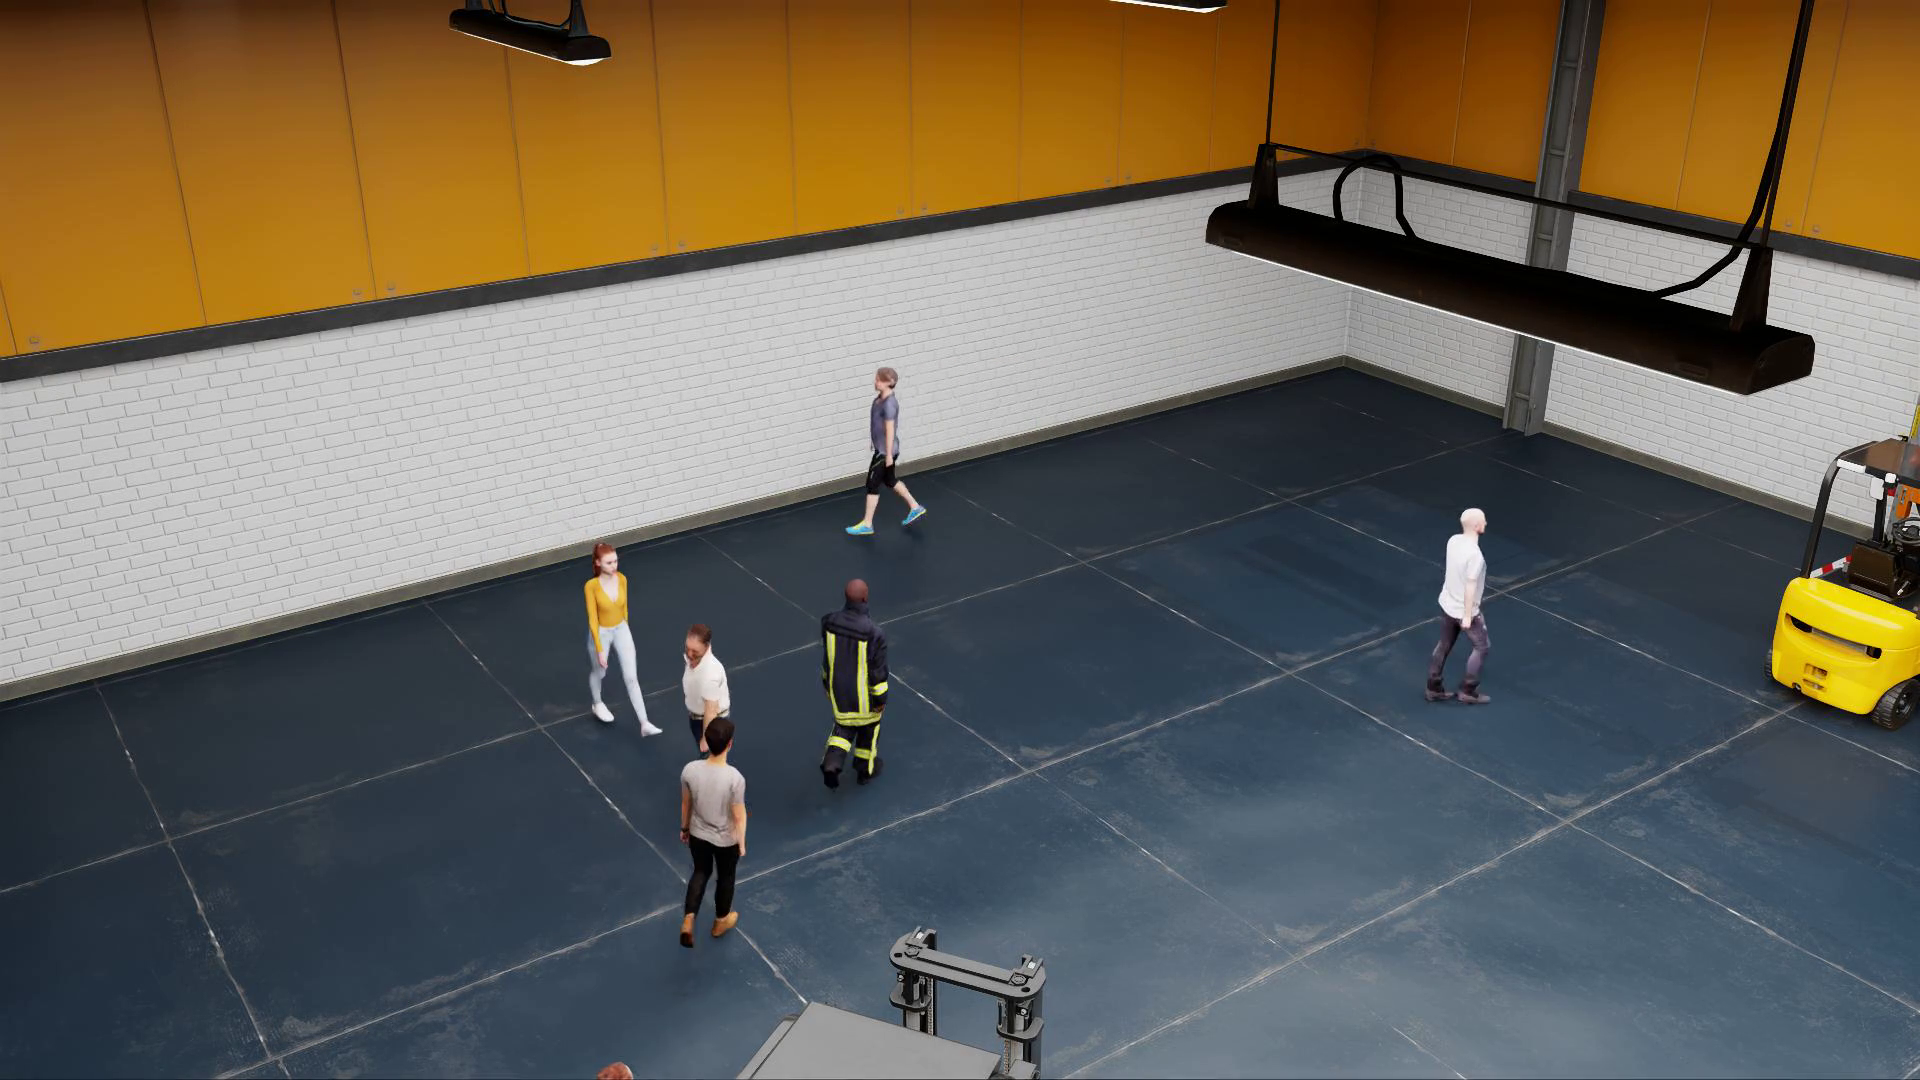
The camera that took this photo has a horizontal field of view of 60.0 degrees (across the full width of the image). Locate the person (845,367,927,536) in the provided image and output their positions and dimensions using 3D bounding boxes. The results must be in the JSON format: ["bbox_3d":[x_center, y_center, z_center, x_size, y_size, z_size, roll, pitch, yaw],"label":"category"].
[{"bbox_3d":[-0.734,-0.966,17.906,1.098,1.858,1.173,-2,24,-3],"label":"person"}]

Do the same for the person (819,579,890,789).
[{"bbox_3d":[-0.859,1.171,13.084,1.066,1.806,1.068,11,26,24],"label":"person"}]

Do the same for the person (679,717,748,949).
[{"bbox_3d":[-1.699,2.036,11.245,0.950,1.693,0.983,6,24,13],"label":"person"}]

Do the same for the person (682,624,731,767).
[{"bbox_3d":[-1.859,1.367,12.620,0.999,1.818,0.699,-3,24,-6],"label":"person"}]

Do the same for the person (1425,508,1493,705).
[{"bbox_3d":[4.249,0.594,14.389,0.927,1.817,0.872,-4,24,-9],"label":"person"}]

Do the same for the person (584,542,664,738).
[{"bbox_3d":[-3.014,0.835,13.992,0.685,1.693,1.171,-20,31,-38],"label":"person"}]
